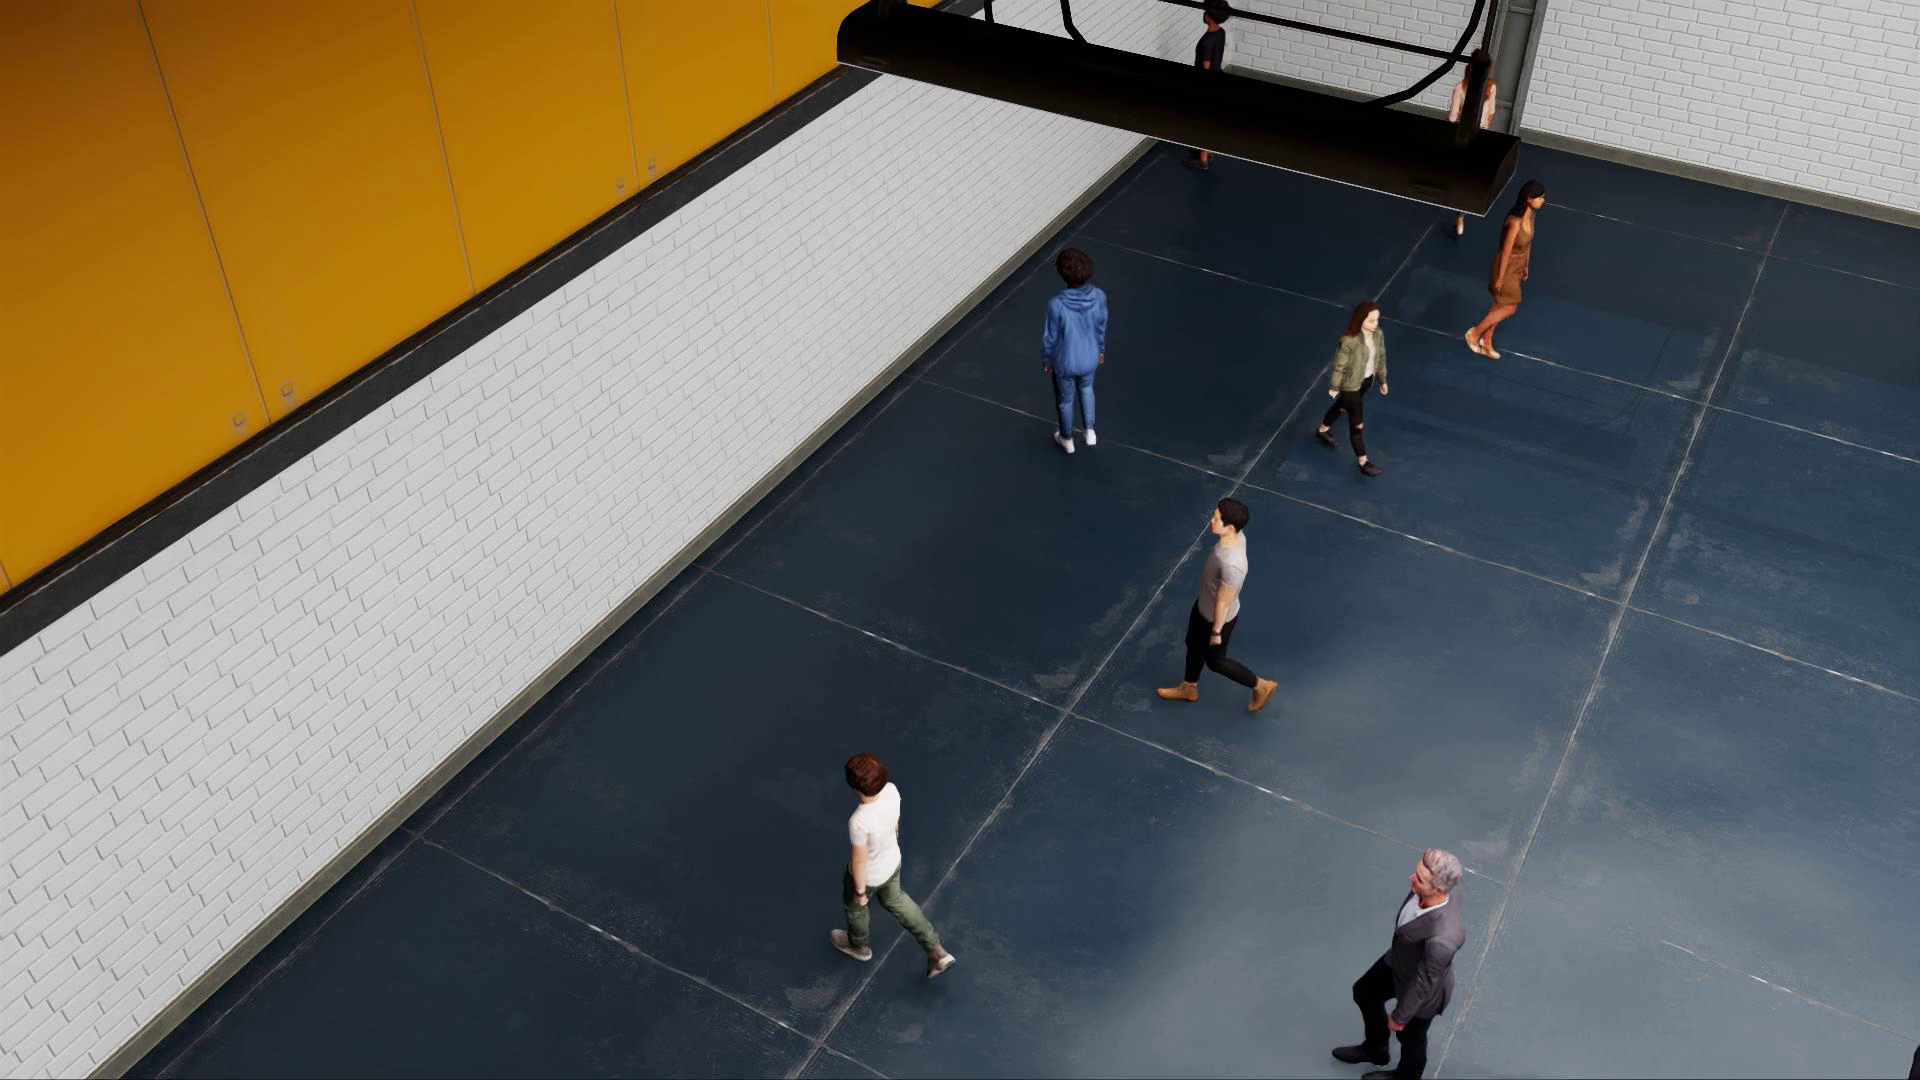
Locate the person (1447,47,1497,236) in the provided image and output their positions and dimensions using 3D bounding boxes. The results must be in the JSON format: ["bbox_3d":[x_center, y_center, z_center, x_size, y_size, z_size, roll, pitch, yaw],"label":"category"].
[{"bbox_3d":[4.897,-3.790,16.000,1.187,1.739,0.958,5,39,7],"label":"person"}]

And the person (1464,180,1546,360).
[{"bbox_3d":[4.601,-2.315,14.203,0.644,1.676,0.587,25,45,28],"label":"person"}]

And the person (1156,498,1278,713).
[{"bbox_3d":[1.739,0.463,10.707,1.107,1.699,0.893,3,39,4],"label":"person"}]

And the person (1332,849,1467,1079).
[{"bbox_3d":[2.380,2.212,8.416,0.876,1.824,0.878,2,39,3],"label":"person"}]

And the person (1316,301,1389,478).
[{"bbox_3d":[3.052,-1.252,13.075,0.835,1.424,1.082,-25,45,-28],"label":"person"}]

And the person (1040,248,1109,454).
[{"bbox_3d":[0.923,-1.406,12.969,0.845,1.797,0.901,-11,40,-13],"label":"person"}]

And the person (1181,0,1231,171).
[{"bbox_3d":[2.568,-4.694,17.083,0.573,1.800,0.603,18,42,21],"label":"person"}]

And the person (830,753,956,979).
[{"bbox_3d":[-0.395,1.820,9.061,1.031,1.633,0.595,22,43,25],"label":"person"}]
